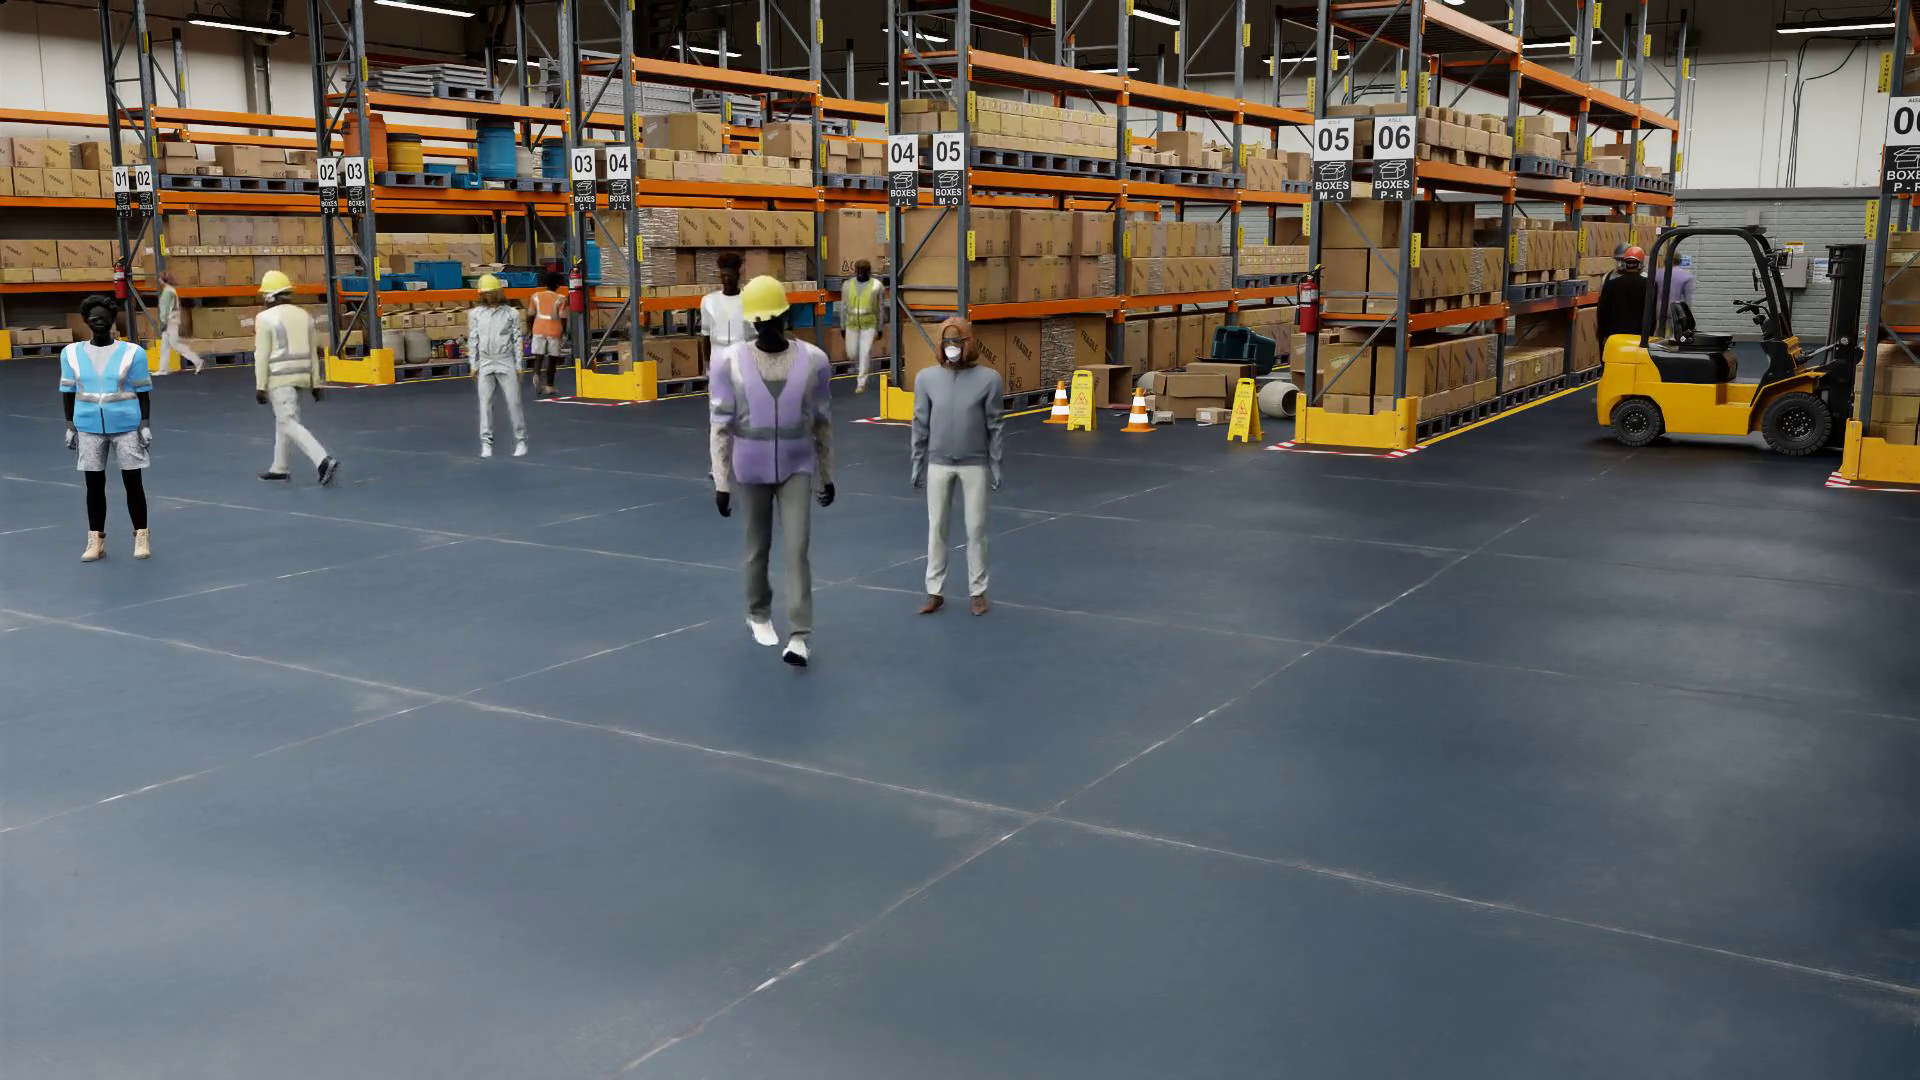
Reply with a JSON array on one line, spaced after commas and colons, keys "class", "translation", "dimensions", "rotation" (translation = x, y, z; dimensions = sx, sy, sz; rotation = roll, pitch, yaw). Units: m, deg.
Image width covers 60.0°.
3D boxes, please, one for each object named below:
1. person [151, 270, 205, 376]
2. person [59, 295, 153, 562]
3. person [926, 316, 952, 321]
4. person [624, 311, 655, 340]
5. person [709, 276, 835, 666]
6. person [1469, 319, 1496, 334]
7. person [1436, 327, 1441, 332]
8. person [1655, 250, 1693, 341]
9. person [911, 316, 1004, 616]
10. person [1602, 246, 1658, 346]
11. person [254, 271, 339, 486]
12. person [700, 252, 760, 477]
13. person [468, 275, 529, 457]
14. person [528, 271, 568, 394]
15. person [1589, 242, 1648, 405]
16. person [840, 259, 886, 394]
[{"class": "person", "translation": [-11.998, -3.308, 25.388], "dimensions": [0.715, 1.616, 0.514], "rotation": [-5, 11, -24]}, {"class": "person", "translation": [-5.436, -0.709, 10.617], "dimensions": [0.540, 1.700, 0.316], "rotation": [-3, 10, -15]}, {"class": "person", "translation": [-0.207, -3.127, 23.898], "dimensions": [0.582, 1.793, 0.939], "rotation": [1, 10, 6]}, {"class": "person", "translation": [-6.654, -5.130, 34.471], "dimensions": [0.610, 2.026, 0.778], "rotation": [5, 11, 24]}, {"class": "person", "translation": [-0.893, -0.334, 8.061], "dimensions": [0.625, 1.868, 1.015], "rotation": [-2, 10, -11]}, {"class": "person", "translation": [8.359, -3.700, 26.589], "dimensions": [0.618, 1.982, 1.080], "rotation": [5, 11, 24]}, {"class": "person", "translation": [7.699, -3.725, 27.031], "dimensions": [0.329, 1.872, 0.507], "rotation": [-2, 10, -12]}, {"class": "person", "translation": [11.077, -3.565, 26.004], "dimensions": [0.647, 1.923, 0.478], "rotation": [5, 11, 26]}, {"class": "person", "translation": [-0.014, -0.398, 9.058], "dimensions": [0.507, 1.631, 0.265], "rotation": [2, 10, 9]}, {"class": "person", "translation": [7.769, -2.402, 19.318], "dimensions": [0.605, 1.986, 0.402], "rotation": [8, 13, 39]}, {"class": "person", "translation": [-5.569, -1.341, 13.880], "dimensions": [0.852, 1.805, 0.594], "rotation": [4, 11, 19]}, {"class": "person", "translation": [-1.977, -1.519, 14.465], "dimensions": [0.618, 1.933, 0.802], "rotation": [0, 10, 3]}, {"class": "person", "translation": [-4.402, -1.637, 15.805], "dimensions": [0.516, 1.727, 0.369], "rotation": [-1, 10, -4]}, {"class": "person", "translation": [-5.486, -2.731, 22.063], "dimensions": [0.565, 1.665, 0.675], "rotation": [1, 10, 5]}, {"class": "person", "translation": [8.196, -2.676, 20.677], "dimensions": [0.536, 2.000, 0.688], "rotation": [-9, 13, -40]}, {"class": "person", "translation": [-1.312, -2.912, 22.624], "dimensions": [0.633, 1.819, 0.631], "rotation": [2, 10, 10]}]
